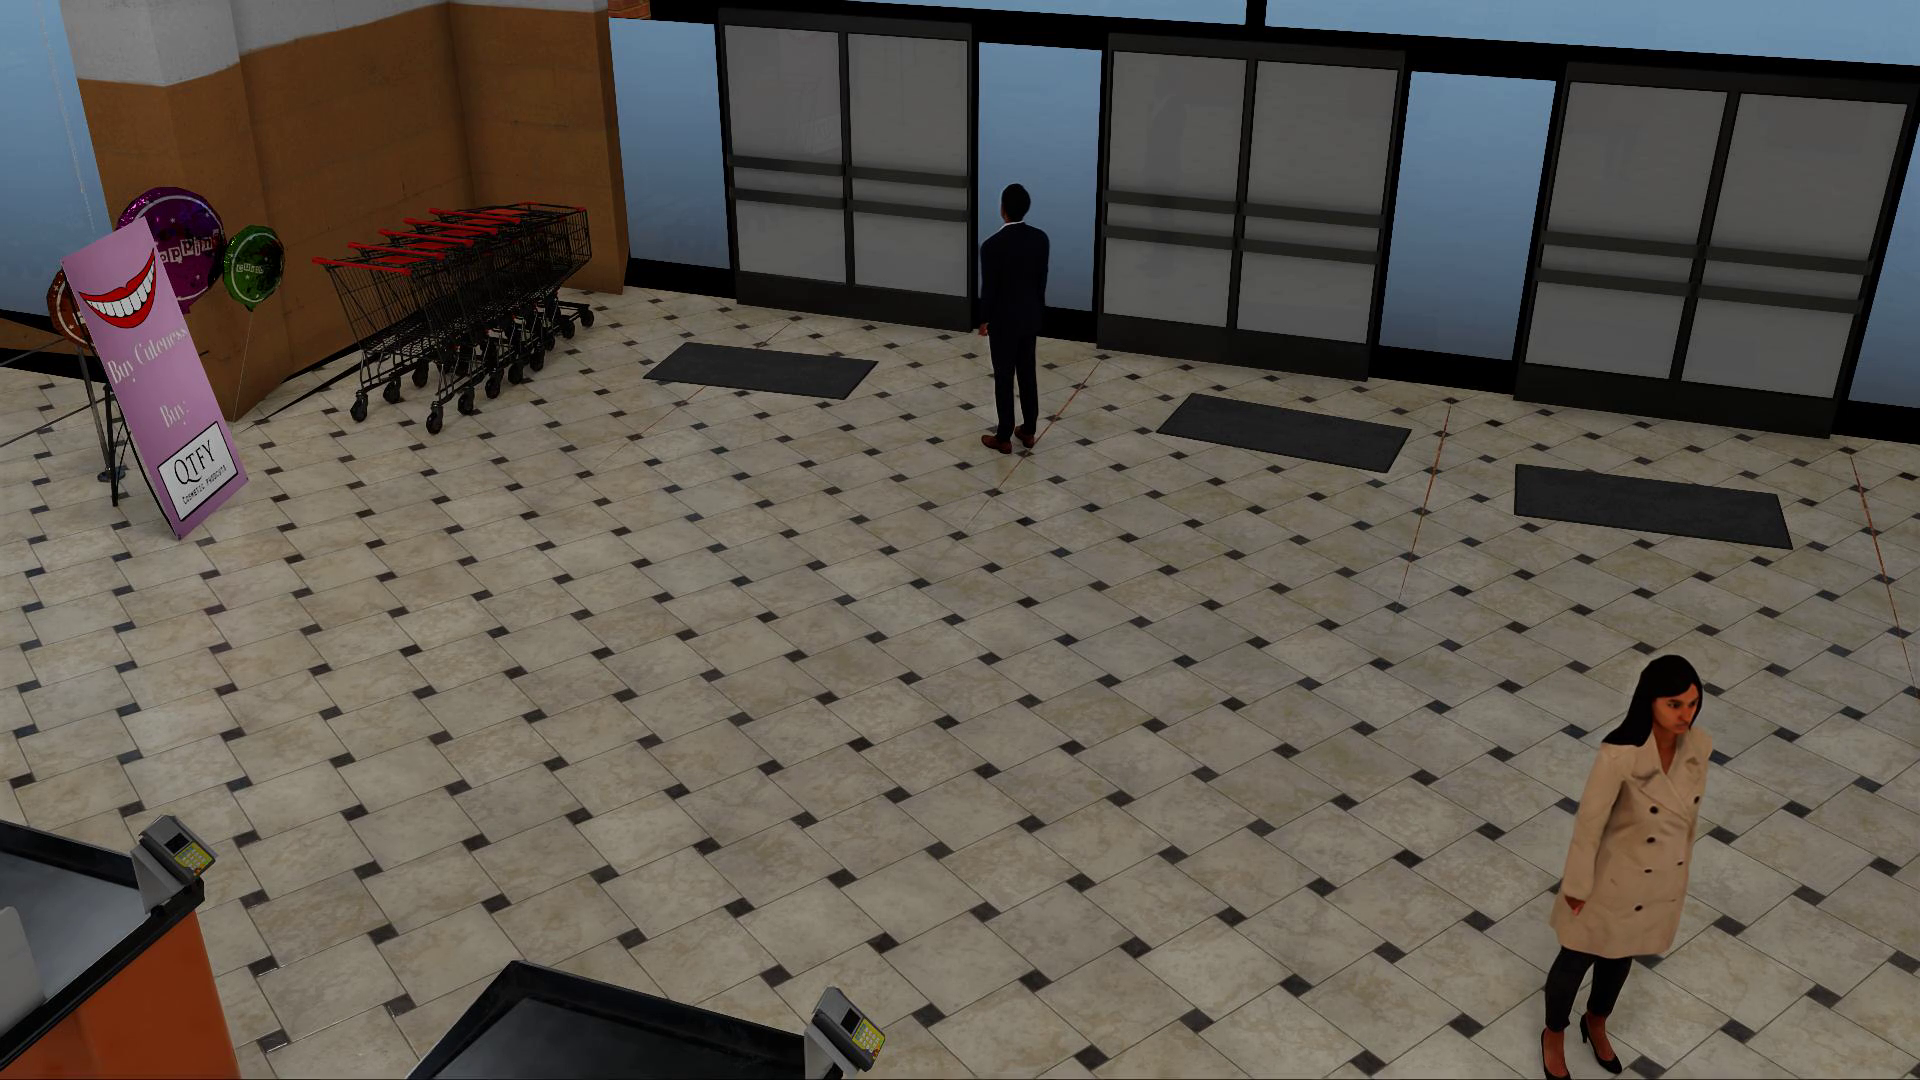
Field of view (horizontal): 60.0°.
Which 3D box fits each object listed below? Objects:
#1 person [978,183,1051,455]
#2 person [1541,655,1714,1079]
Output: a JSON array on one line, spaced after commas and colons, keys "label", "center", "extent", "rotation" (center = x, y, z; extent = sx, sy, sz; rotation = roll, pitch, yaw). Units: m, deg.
[{"label": "person", "center": [0.341, -1.381, 10.449], "extent": [0.683, 1.728, 0.767], "rotation": [-15, 31, -27]}, {"label": "person", "center": [2.224, 1.120, 5.568], "extent": [0.714, 1.681, 0.733], "rotation": [-7, 28, -14]}]
